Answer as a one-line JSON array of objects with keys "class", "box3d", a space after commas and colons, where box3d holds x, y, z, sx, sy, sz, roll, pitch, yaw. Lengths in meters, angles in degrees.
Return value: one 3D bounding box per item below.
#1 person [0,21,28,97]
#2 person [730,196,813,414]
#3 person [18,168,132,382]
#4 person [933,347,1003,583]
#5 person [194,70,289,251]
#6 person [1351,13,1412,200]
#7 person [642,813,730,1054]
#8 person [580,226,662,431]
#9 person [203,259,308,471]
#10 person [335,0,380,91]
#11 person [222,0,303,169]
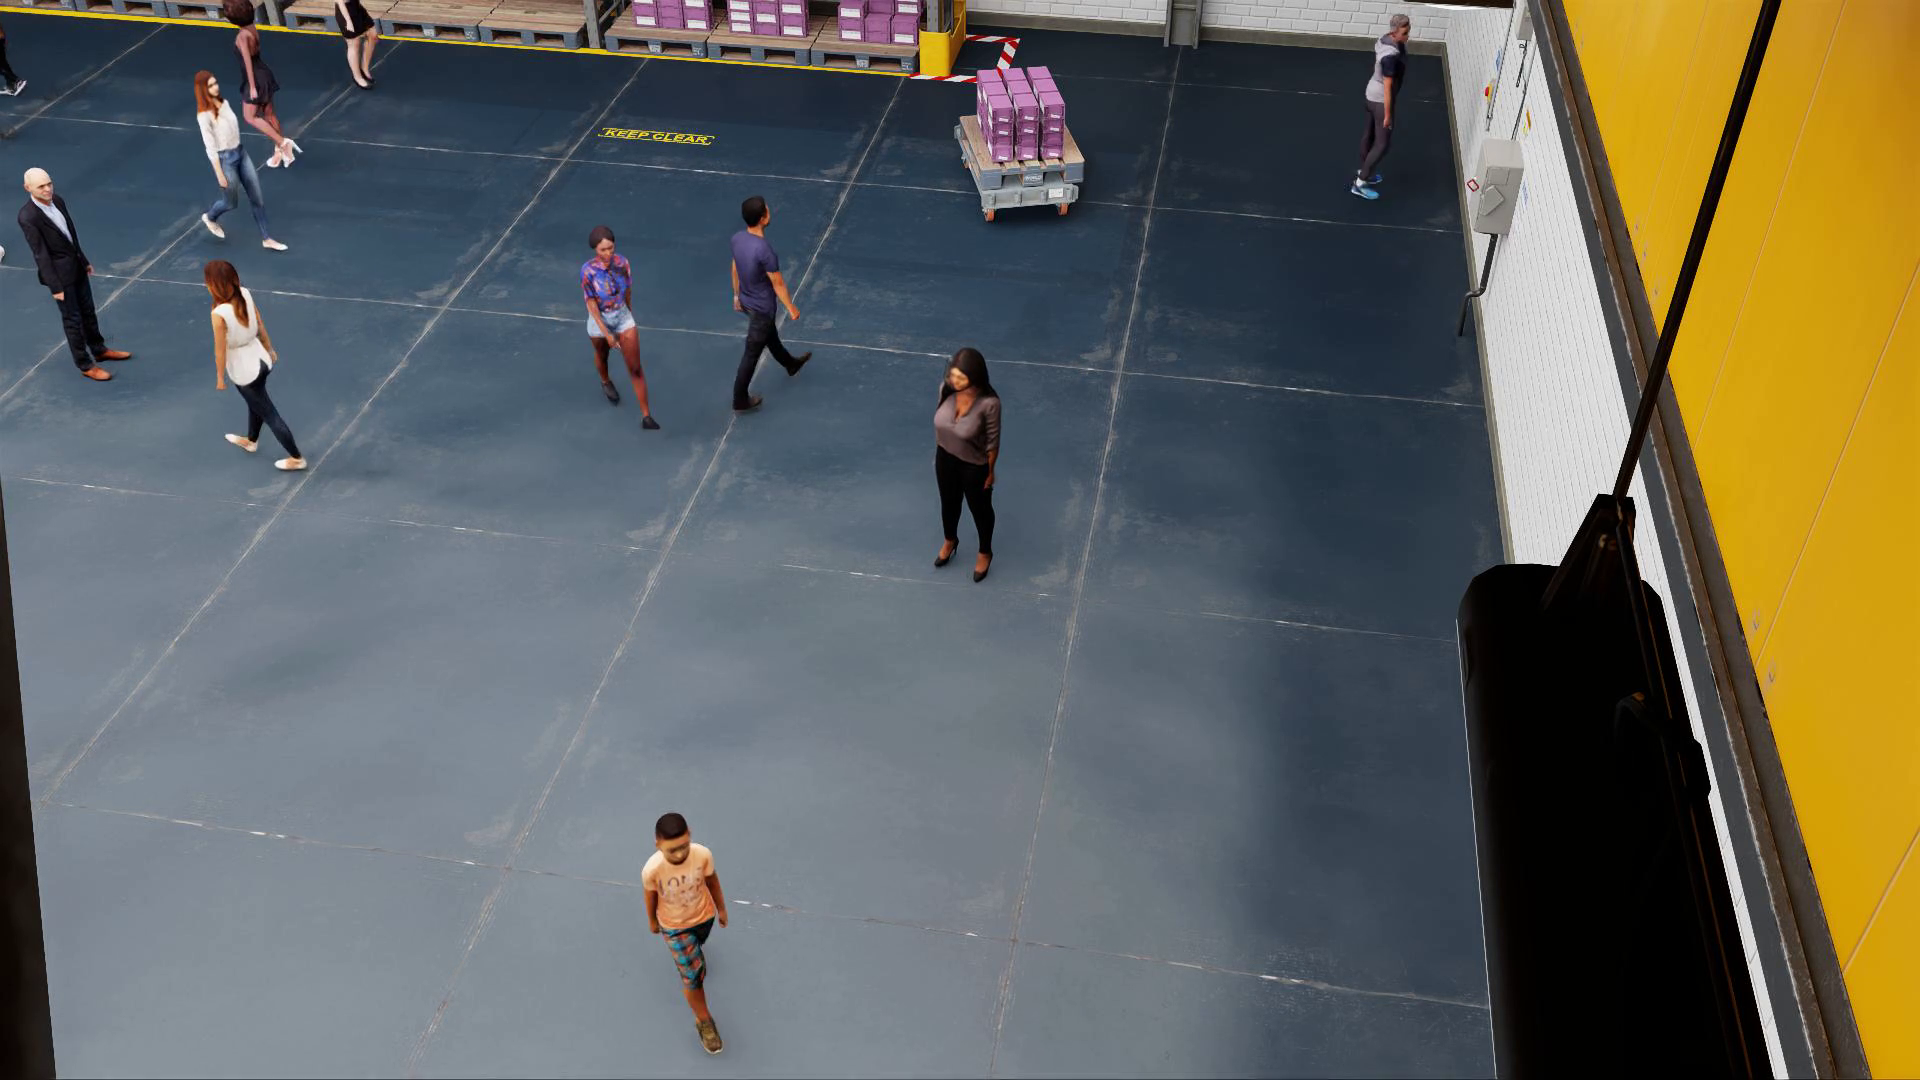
[{"class": "person", "box3d": [-10.347, -5.377, 17.898, 0.633, 1.242, 0.542, 3, 39, 4]}, {"class": "person", "box3d": [-1.649, -1.783, 12.999, 1.163, 1.740, 1.133, -26, 45, -29]}, {"class": "person", "box3d": [-7.231, -2.169, 13.437, 0.577, 1.797, 0.681, 5, 39, 6]}, {"class": "person", "box3d": [0.046, -0.530, 11.352, 0.666, 1.838, 0.789, 22, 43, 25]}, {"class": "person", "box3d": [-6.678, -3.421, 15.078, 1.087, 1.705, 0.702, 12, 40, 15]}, {"class": "person", "box3d": [4.063, -4.218, 15.994, 0.616, 1.806, 0.777, -6, 39, -7]}, {"class": "person", "box3d": [-1.438, 1.898, 8.635, 0.985, 1.433, 0.987, -19, 42, -22]}, {"class": "person", "box3d": [-2.754, -1.703, 12.943, 1.174, 1.685, 1.167, -20, 43, -24]}, {"class": "person", "box3d": [-5.175, -1.251, 12.317, 0.948, 1.760, 0.641, 8, 39, 10]}, {"class": "person", "box3d": [-6.633, -5.637, 17.907, 0.577, 1.637, 0.575, 6, 39, 7]}, {"class": "person", "box3d": [-6.809, -4.480, 16.343, 0.728, 1.782, 0.652, -3, 39, -4]}]
